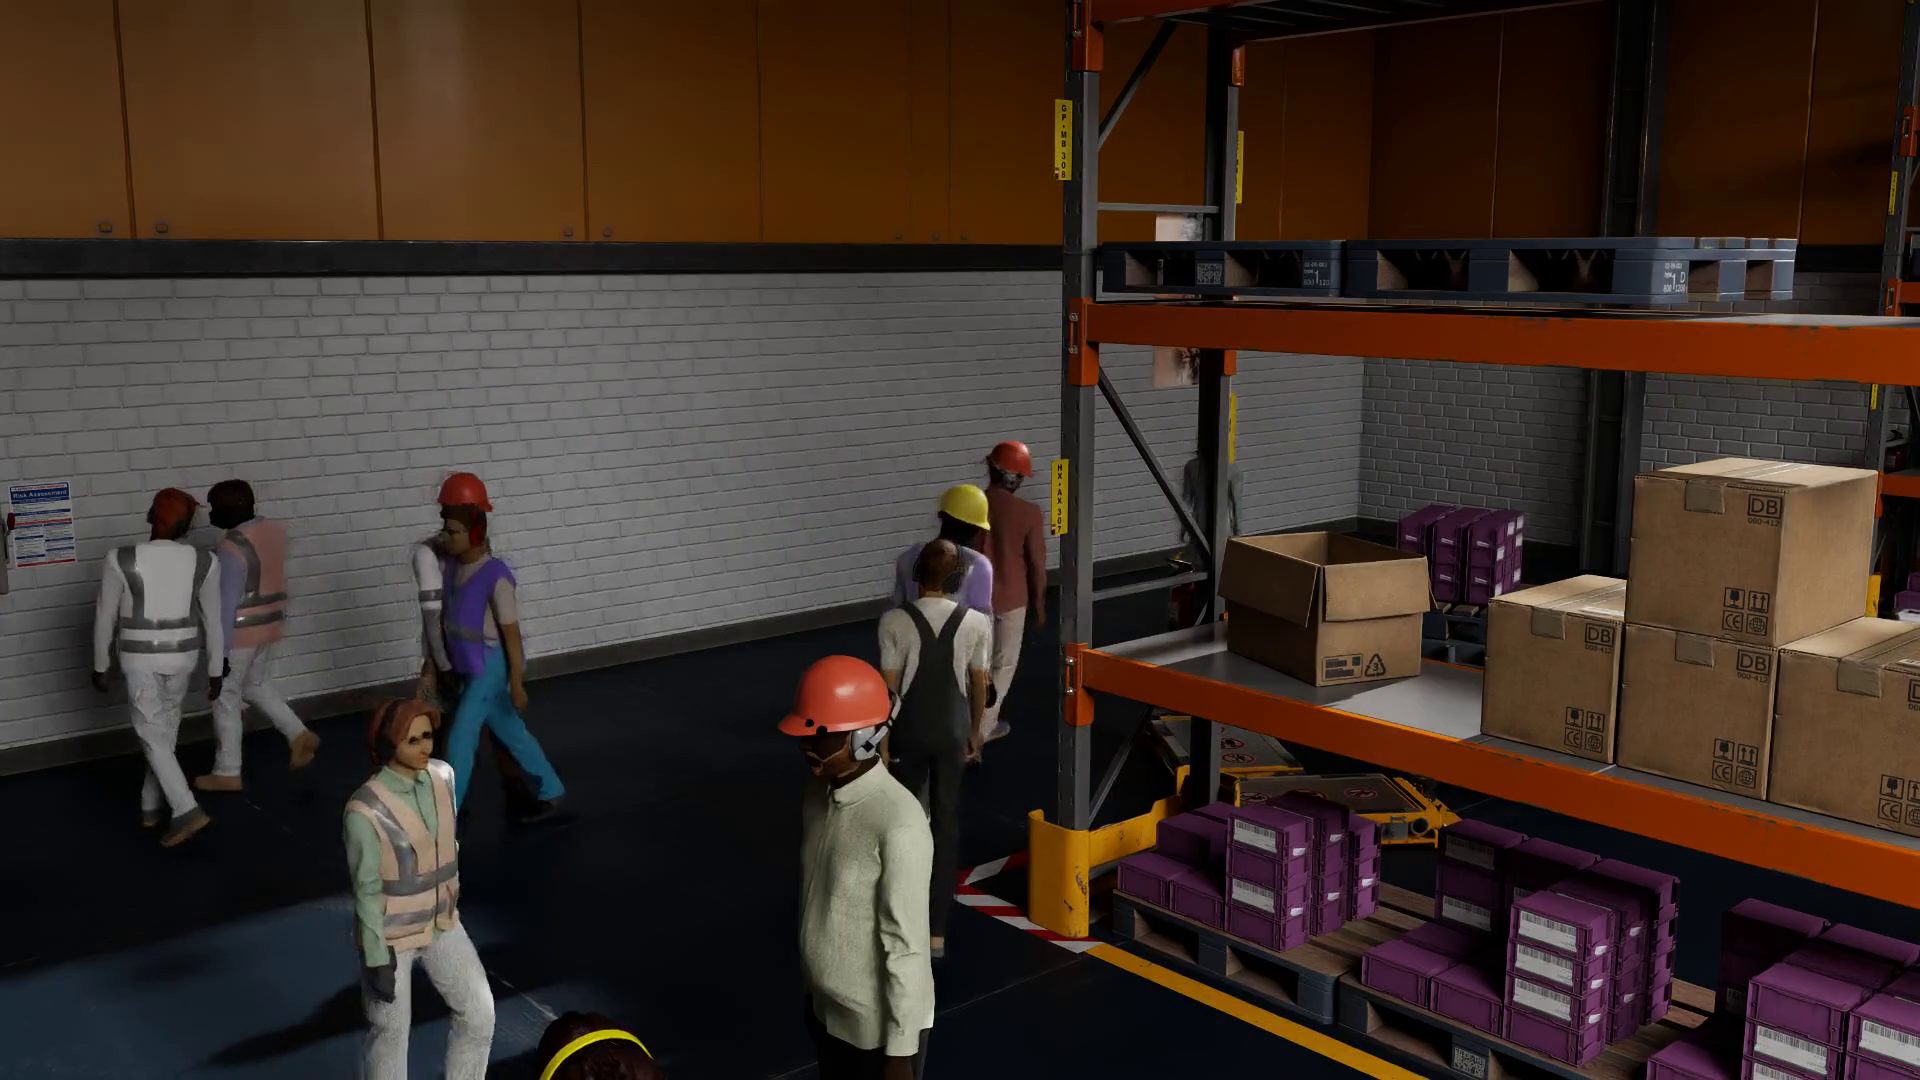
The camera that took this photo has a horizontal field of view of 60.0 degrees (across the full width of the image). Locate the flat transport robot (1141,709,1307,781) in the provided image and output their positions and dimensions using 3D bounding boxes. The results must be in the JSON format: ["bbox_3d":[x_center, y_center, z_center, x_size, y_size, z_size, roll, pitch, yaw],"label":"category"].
[{"bbox_3d":[1.518,1.255,9.703,0.652,0.197,1.431,-1,10,-5],"label":"flat transport robot"}]

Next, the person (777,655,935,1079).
[{"bbox_3d":[-0.288,1.282,4.555,0.404,1.987,0.608,-6,11,-32],"label":"person"}]

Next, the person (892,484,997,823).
[{"bbox_3d":[-0.146,0.655,8.520,0.626,1.886,0.645,7,12,35],"label":"person"}]

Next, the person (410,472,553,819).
[{"bbox_3d":[-2.577,0.592,8.822,0.888,1.895,0.552,6,11,31],"label":"person"}]

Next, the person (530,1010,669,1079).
[{"bbox_3d":[-0.565,1.650,2.704,0.513,1.877,0.328,-7,12,-34],"label":"person"}]

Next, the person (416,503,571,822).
[{"bbox_3d":[-2.469,0.682,8.629,1.019,1.796,0.560,-8,12,-38],"label":"person"}]

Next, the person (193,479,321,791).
[{"bbox_3d":[-4.047,0.539,9.407,0.618,1.808,0.647,1,10,6],"label":"person"}]

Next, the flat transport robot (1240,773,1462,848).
[{"bbox_3d":[1.884,1.424,8.713,1.431,0.197,0.652,-1,10,-5],"label":"flat transport robot"}]

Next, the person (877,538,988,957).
[{"bbox_3d":[-0.150,0.877,7.475,0.526,1.788,0.966,-2,10,-12],"label":"person"}]

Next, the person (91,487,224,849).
[{"bbox_3d":[-4.143,0.652,8.667,0.633,1.845,0.833,-9,13,-41],"label":"person"}]

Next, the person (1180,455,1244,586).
[{"bbox_3d":[2.031,-0.100,13.353,0.517,1.728,0.362,5,11,28],"label":"person"}]

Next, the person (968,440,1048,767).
[{"bbox_3d":[0.196,0.373,10.013,0.622,1.948,0.931,5,11,26],"label":"person"}]

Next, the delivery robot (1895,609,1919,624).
[{"bbox_3d":[7.197,0.663,12.064,0.477,0.478,0.707,-10,13,-44],"label":"delivery robot"}]

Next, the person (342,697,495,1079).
[{"bbox_3d":[-1.737,1.309,5.440,0.568,1.619,0.538,4,10,22],"label":"person"}]
